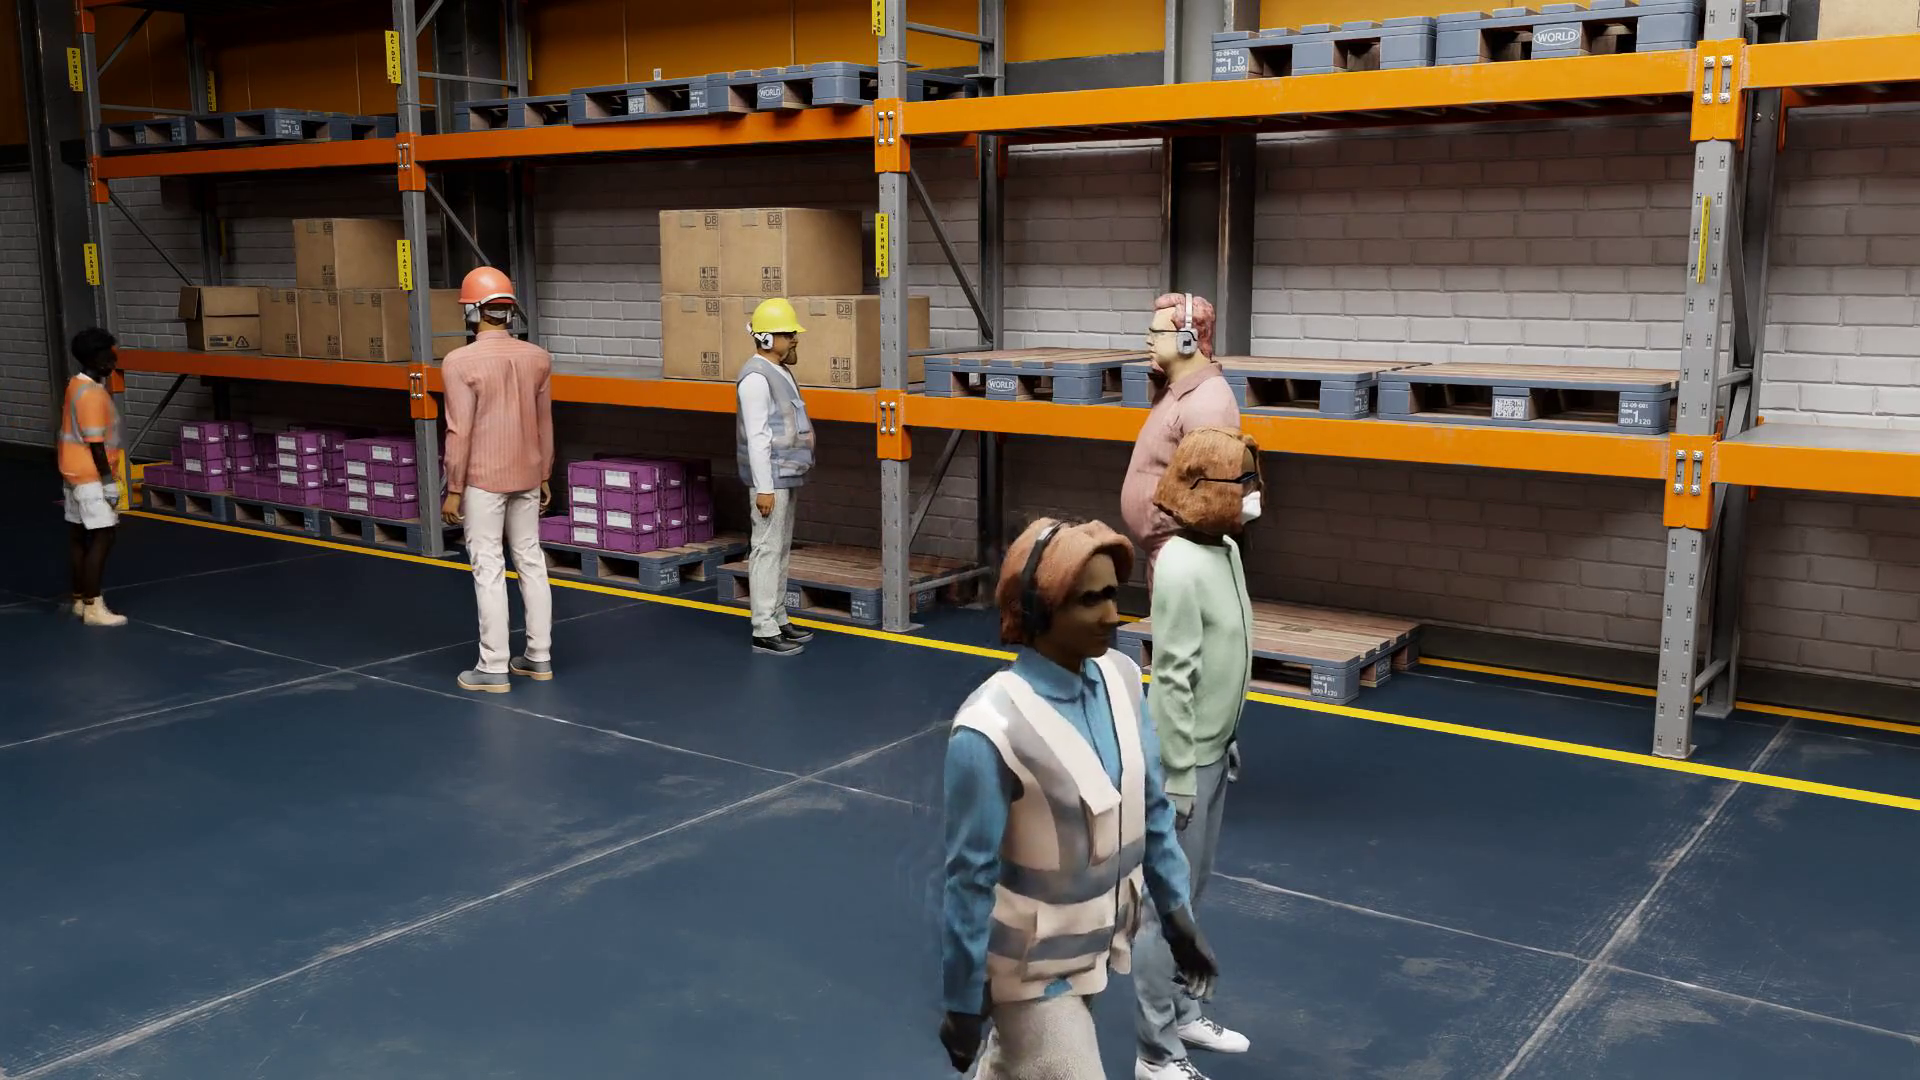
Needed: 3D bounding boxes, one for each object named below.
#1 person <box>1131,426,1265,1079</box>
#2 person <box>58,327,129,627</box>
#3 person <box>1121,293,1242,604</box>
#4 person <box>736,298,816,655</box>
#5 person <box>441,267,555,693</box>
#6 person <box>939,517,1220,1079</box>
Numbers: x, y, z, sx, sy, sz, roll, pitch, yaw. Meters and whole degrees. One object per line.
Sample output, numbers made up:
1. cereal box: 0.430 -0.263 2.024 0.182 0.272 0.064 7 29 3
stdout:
1. person: 0.587 0.532 4.076 0.282 1.633 0.501 4 10 21
2. person: -4.862 -0.355 9.295 0.318 1.661 0.704 -7 12 -37
3. person: 0.781 0.074 5.995 0.407 1.910 0.639 0 10 -1
4. person: -0.947 -0.330 8.623 0.404 1.830 0.601 1 10 6
5. person: -2.186 -0.282 7.855 0.388 1.992 0.625 7 12 34
6. person: 0.191 0.746 2.928 0.865 1.593 0.513 6 11 32
